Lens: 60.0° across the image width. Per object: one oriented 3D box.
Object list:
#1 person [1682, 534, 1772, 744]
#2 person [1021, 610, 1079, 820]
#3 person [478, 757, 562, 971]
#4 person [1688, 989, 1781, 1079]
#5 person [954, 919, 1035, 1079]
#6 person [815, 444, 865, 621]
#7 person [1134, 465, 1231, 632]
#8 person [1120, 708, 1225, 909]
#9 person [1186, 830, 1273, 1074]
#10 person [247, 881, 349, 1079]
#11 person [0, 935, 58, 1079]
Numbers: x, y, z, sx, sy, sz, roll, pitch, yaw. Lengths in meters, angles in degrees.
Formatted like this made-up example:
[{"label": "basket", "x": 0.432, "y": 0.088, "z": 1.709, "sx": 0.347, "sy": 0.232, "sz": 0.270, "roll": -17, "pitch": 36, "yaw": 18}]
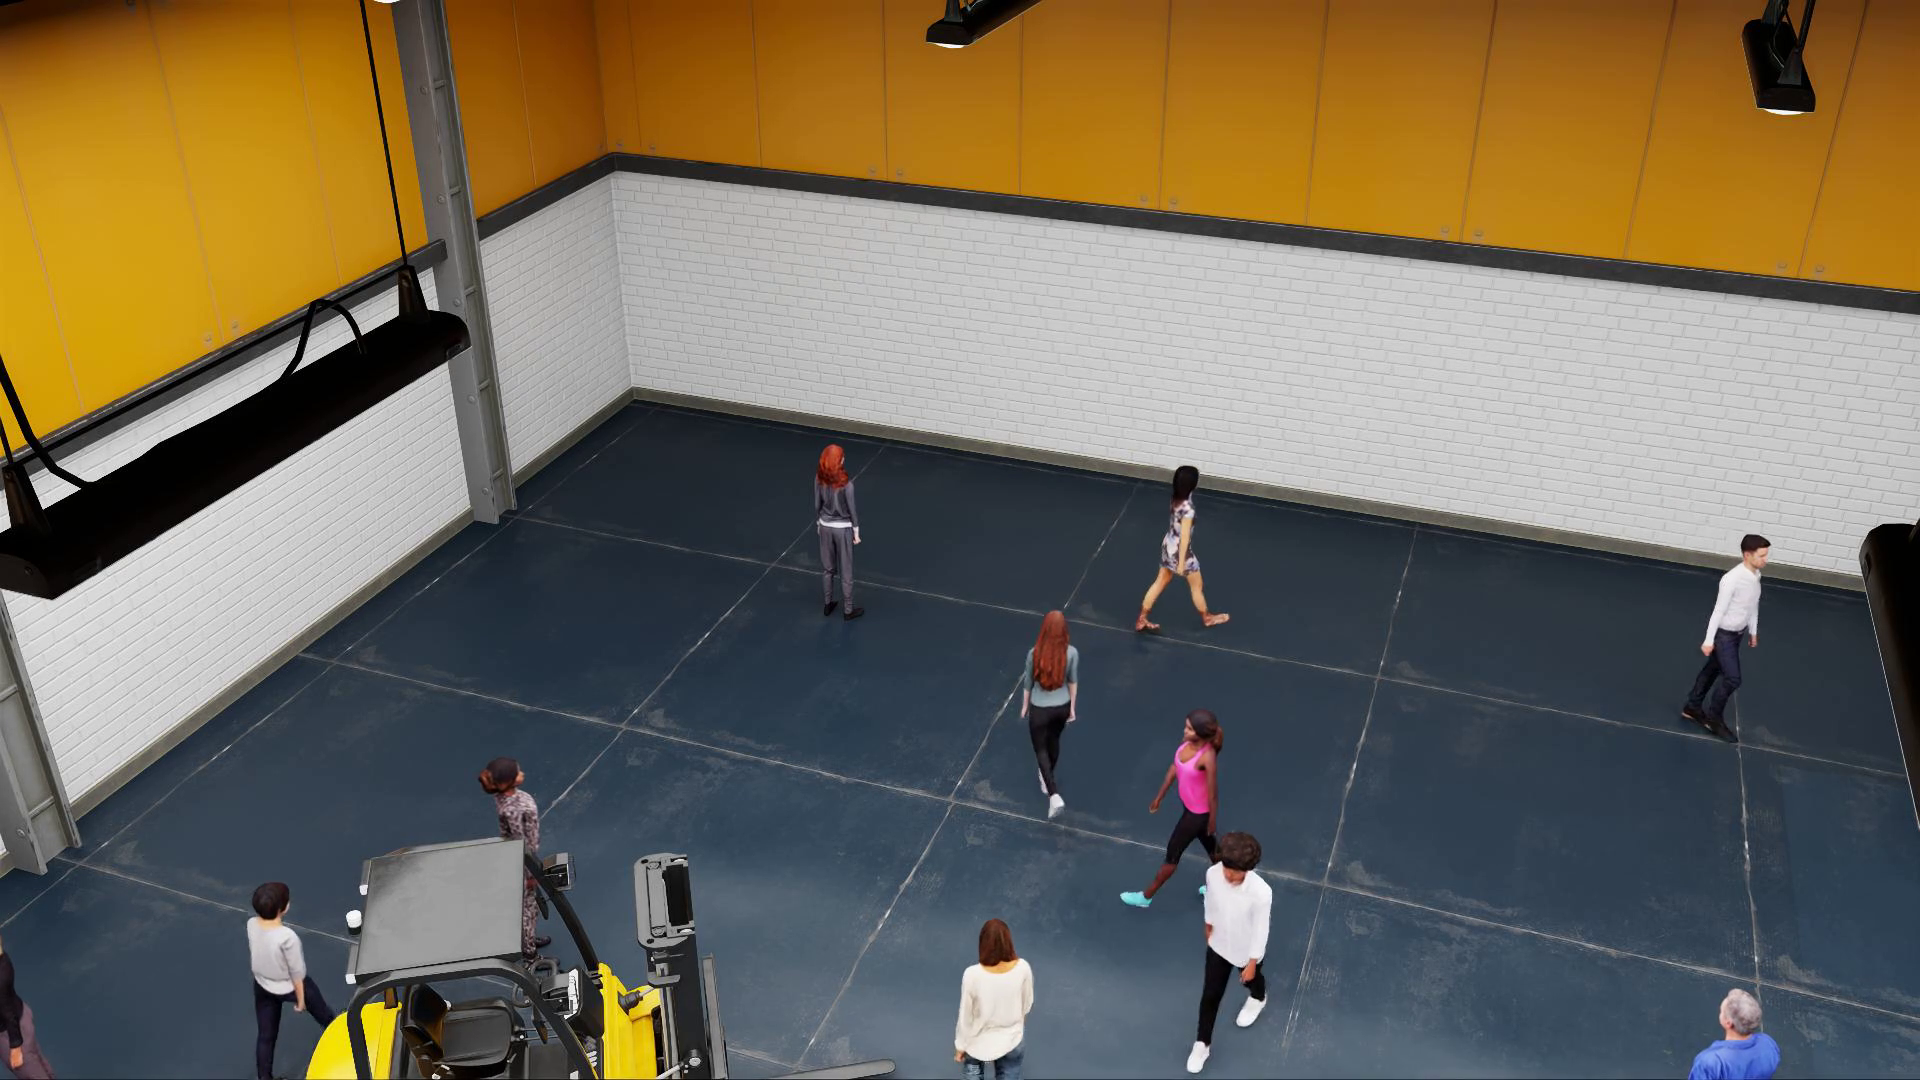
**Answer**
[{"label": "person", "x": 6.332, "y": 0.737, "z": 13.906, "sx": 0.867, "sy": 1.853, "sz": 0.910, "roll": -21, "pitch": 35, "yaw": -33}, {"label": "person", "x": 0.702, "y": 1.372, "z": 12.877, "sx": 0.911, "sy": 1.723, "sz": 1.109, "roll": -5, "pitch": 29, "yaw": -8}, {"label": "person", "x": -3.016, "y": 2.198, "z": 11.373, "sx": 0.743, "sy": 1.713, "sz": 0.679, "roll": -11, "pitch": 31, "yaw": -19}, {"label": "person", "x": 4.233, "y": 3.271, "z": 9.291, "sx": 0.788, "sy": 1.824, "sz": 0.804, "roll": -9, "pitch": 30, "yaw": -15}, {"label": "person", "x": 0.222, "y": 3.035, "z": 9.895, "sx": 0.888, "sy": 1.658, "sz": 0.959, "roll": -6, "pitch": 29, "yaw": -10}, {"label": "person", "x": -1.147, "y": -0.080, "z": 15.480, "sx": 0.615, "sy": 1.779, "sz": 0.524, "roll": 14, "pitch": 32, "yaw": 24}, {"label": "person", "x": 1.912, "y": 0.137, "z": 15.186, "sx": 1.084, "sy": 1.681, "sz": 1.145, "roll": -7, "pitch": 29, "yaw": -12}, {"label": "person", "x": 1.772, "y": 1.921, "z": 11.928, "sx": 1.010, "sy": 1.669, "sz": 1.104, "roll": -6, "pitch": 29, "yaw": -11}, {"label": "person", "x": 1.815, "y": 2.539, "z": 10.690, "sx": 0.819, "sy": 1.769, "sz": 1.169, "roll": 21, "pitch": 35, "yaw": 33}, {"label": "person", "x": -4.297, "y": 2.848, "z": 10.403, "sx": 0.614, "sy": 1.502, "sz": 1.080, "roll": 7, "pitch": 29, "yaw": 13}, {"label": "person", "x": -5.669, "y": 2.969, "z": 10.004, "sx": 0.728, "sy": 1.670, "sz": 0.689, "roll": -16, "pitch": 33, "yaw": -27}]
